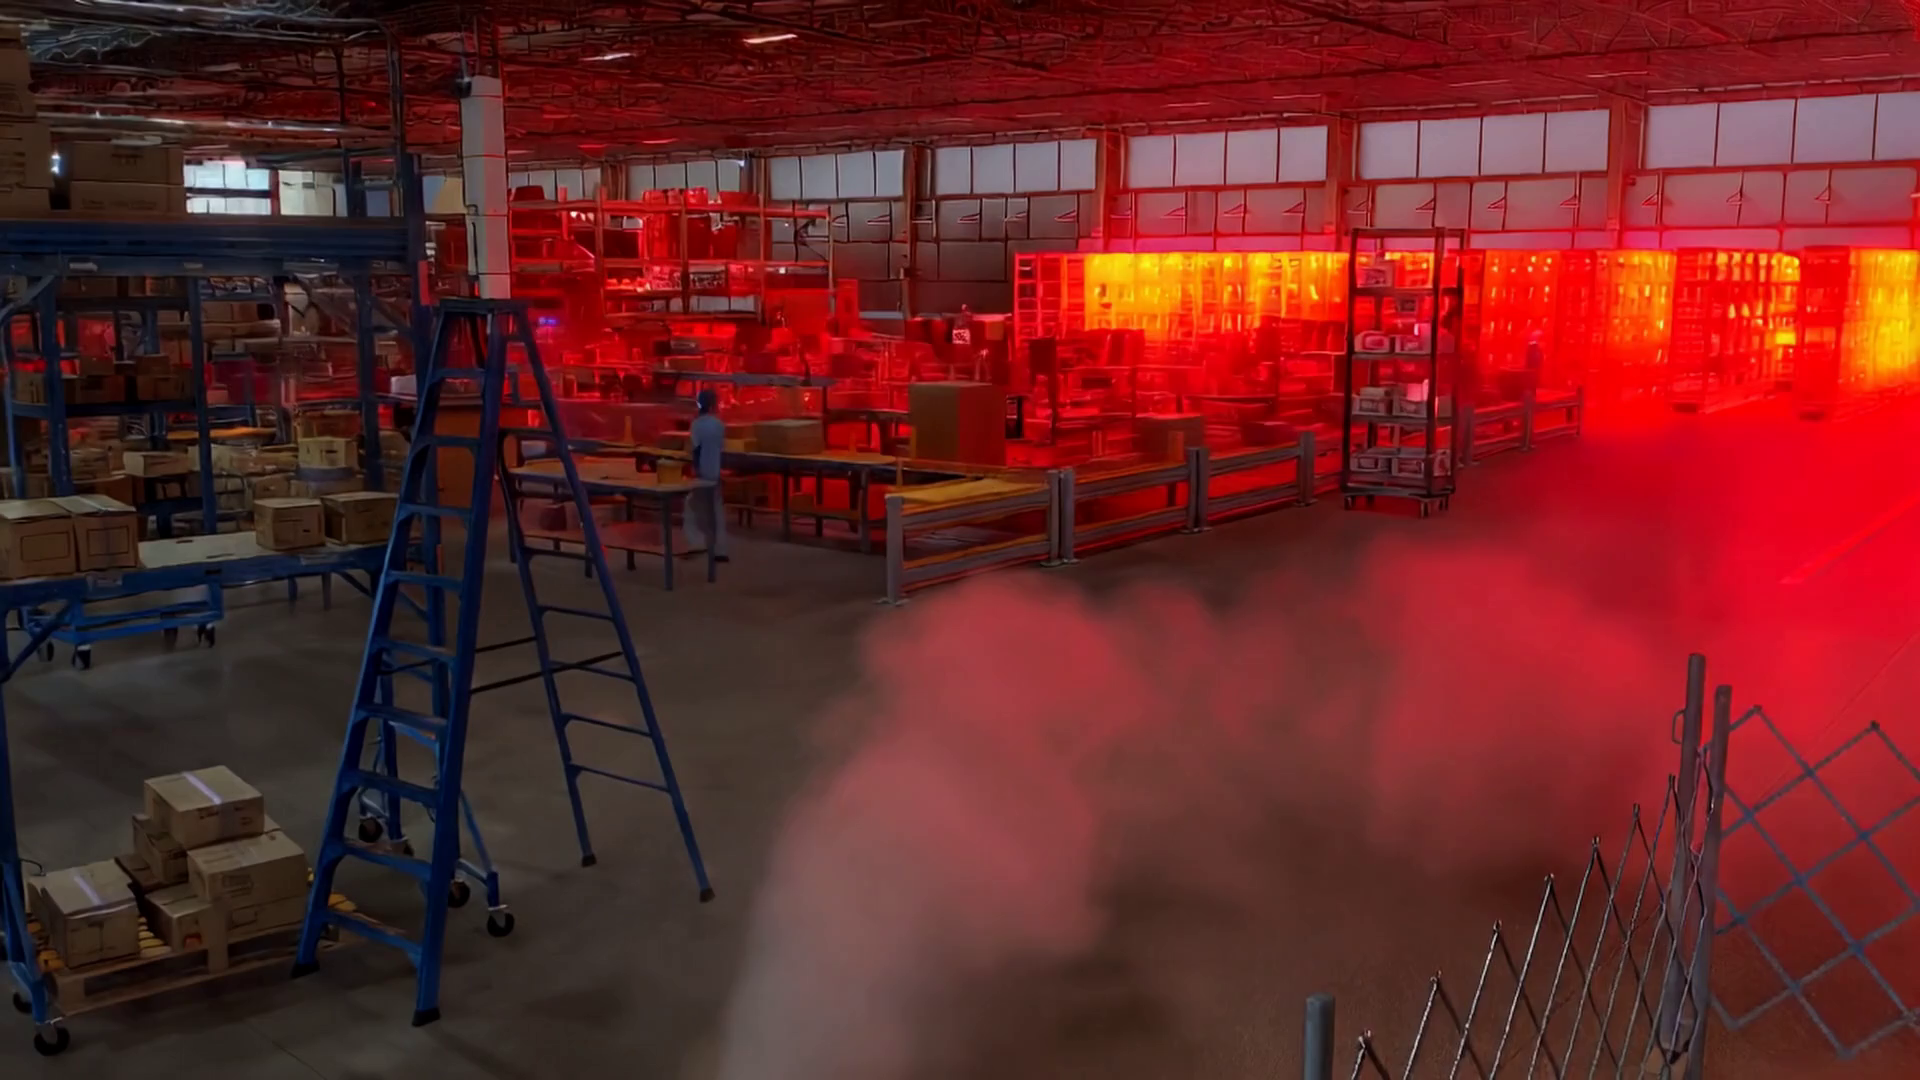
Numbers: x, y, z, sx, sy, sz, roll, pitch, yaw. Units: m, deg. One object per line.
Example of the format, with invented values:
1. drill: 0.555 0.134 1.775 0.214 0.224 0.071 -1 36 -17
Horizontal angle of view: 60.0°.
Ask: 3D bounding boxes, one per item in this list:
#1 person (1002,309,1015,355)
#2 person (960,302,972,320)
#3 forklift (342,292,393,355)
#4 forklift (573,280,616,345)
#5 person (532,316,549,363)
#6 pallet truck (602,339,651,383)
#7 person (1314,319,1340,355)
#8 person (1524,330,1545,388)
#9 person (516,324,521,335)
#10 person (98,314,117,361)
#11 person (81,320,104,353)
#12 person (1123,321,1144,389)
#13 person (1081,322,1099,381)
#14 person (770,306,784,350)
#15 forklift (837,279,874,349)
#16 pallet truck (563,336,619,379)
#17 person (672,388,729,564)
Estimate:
1. person: 1.817 -7.737 61.893 0.485 1.732 0.353 -1 9 -6
2. person: 0.325 -8.689 67.362 0.487 1.886 0.706 -6 11 -34
3. forklift: -16.485 -5.622 45.120 1.129 2.768 1.873 7 11 37
4. forklift: -12.120 -7.072 54.170 1.129 2.768 1.873 7 11 37
5. person: -12.339 -5.695 48.965 0.602 1.799 0.918 6 11 32
6. pallet truck: -8.991 -4.871 45.351 0.653 1.274 1.630 7 11 37
7. person: 8.759 -4.285 39.726 0.625 1.941 1.054 -7 11 -36
8. person: 12.857 -3.789 37.077 0.944 1.780 0.608 6 11 35
9. person: -11.864 -5.010 45.013 0.376 1.677 0.546 6 11 34
10. person: -25.901 -5.959 50.552 0.574 1.821 0.800 7 11 36
11. person: -21.253 -4.429 40.702 0.642 1.909 0.399 4 10 22
12. person: 4.279 -4.610 42.022 0.657 1.839 1.044 -4 10 -25
13. person: 3.206 -4.578 41.936 0.590 1.812 0.642 5 11 30
14. person: -6.163 -6.953 56.328 0.389 1.949 0.603 6 11 31
15. forklift: -4.372 -8.862 65.343 1.129 2.768 1.873 7 11 37
16. pallet truck: -10.690 -5.294 48.215 1.601 1.201 0.680 -5 10 -26
17. person: -2.736 -0.674 17.485 0.806 1.840 0.521 6 11 35
